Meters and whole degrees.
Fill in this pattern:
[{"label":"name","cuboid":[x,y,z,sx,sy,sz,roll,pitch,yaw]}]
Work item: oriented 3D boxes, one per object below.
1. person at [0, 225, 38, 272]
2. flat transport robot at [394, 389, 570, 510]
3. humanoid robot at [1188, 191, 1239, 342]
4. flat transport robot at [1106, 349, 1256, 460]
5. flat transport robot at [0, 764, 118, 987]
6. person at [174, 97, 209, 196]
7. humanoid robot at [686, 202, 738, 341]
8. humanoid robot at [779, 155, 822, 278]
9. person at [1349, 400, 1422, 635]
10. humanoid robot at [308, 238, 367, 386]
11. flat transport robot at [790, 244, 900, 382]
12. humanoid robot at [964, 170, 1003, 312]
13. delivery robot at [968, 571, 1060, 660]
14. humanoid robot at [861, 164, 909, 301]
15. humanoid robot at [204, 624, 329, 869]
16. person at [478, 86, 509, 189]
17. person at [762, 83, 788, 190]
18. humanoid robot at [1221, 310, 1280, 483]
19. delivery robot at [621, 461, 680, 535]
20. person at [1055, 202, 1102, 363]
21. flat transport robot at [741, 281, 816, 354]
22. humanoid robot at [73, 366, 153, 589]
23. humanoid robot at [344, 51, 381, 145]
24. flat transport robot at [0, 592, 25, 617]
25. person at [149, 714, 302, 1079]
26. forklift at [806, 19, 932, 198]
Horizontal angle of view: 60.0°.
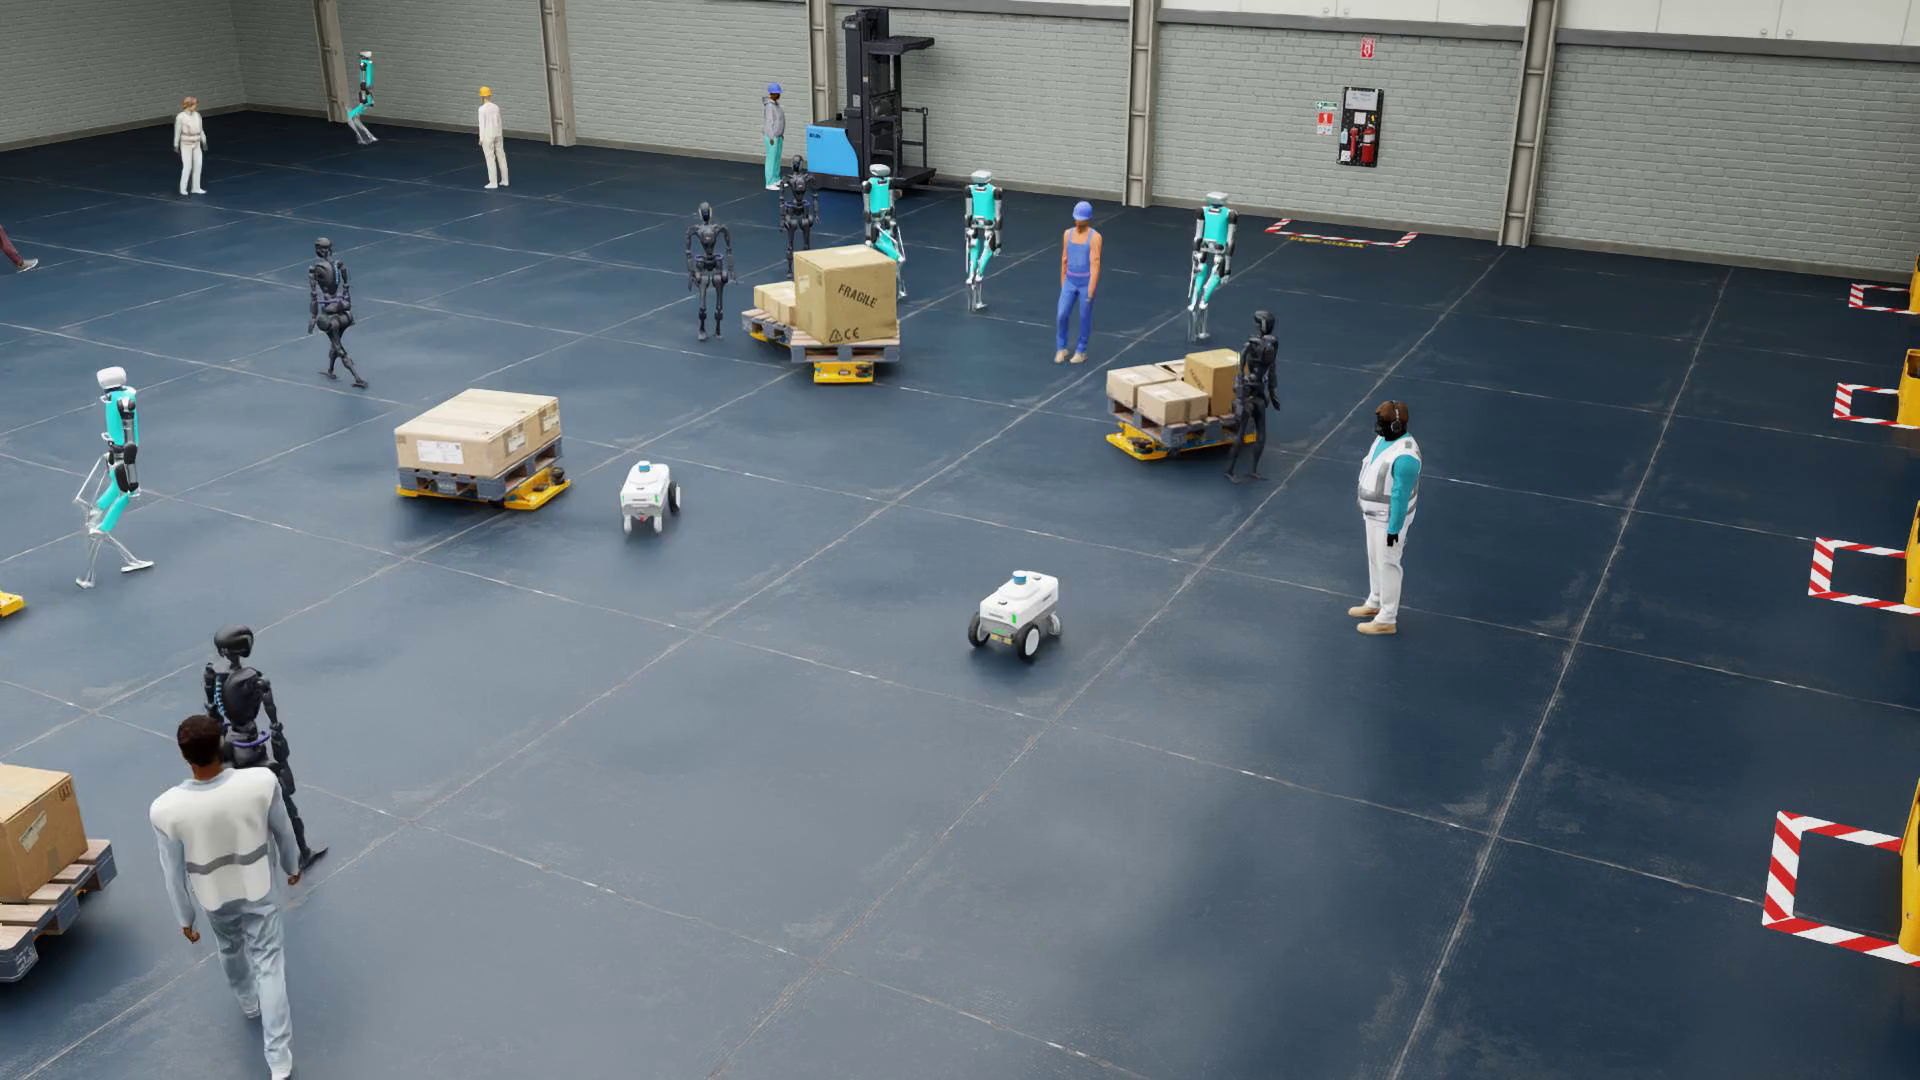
[{"label":"person","cuboid":[-13.294,-4.471,22.680,0.572,1.760,0.943,16,28,33]},{"label":"flat transport robot","cuboid":[-4.416,-0.542,15.424,1.431,0.231,0.659,7,24,15]},{"label":"humanoid robot","cuboid":[2.892,-3.133,19.703,0.530,1.881,0.767,15,28,32]},{"label":"flat transport robot","cuboid":[2.225,-1.091,16.703,1.431,0.231,0.659,-11,26,-24]},{"label":"flat transport robot","cuboid":[-5.429,2.157,9.141,0.659,0.231,1.431,1,23,3]},{"label":"person","cuboid":[-12.834,-6.579,27.773,0.391,1.607,0.549,9,25,20]},{"label":"humanoid robot","cuboid":[-2.954,-3.204,19.834,0.602,1.656,0.331,-6,24,-15]},{"label":"humanoid robot","cuboid":[-2.183,-4.409,22.627,0.599,1.655,0.315,-9,25,-20]},{"label":"person","cuboid":[3.213,-0.176,12.600,0.431,1.836,0.616,-2,23,-5]},{"label":"humanoid robot","cuboid":[-6.909,-2.494,18.254,0.792,1.630,0.612,10,25,22]},{"label":"flat transport robot","cuboid":[-1.291,-2.087,19.023,0.659,0.231,1.431,-1,23,-1]},{"label":"humanoid robot","cuboid":[0.198,-3.647,20.940,0.549,1.908,0.714,12,26,26]},{"label":"delivery robot","cuboid":[0.441,0.547,12.552,0.525,0.614,0.786,14,27,29]},{"label":"humanoid robot","cuboid":[-0.861,-3.922,21.489,1.021,1.780,0.538,21,31,40]},{"label":"humanoid robot","cuboid":[-4.093,1.224,9.580,0.591,1.637,0.710,10,25,22]},{"label":"person","cuboid":[-7.966,-6.835,28.265,0.326,1.695,0.474,16,28,32]},{"label":"person","cuboid":[-3.146,-6.842,28.195,0.372,1.768,0.523,6,24,13]},{"label":"humanoid robot","cuboid":[2.724,-1.345,15.516,0.602,1.650,0.366,-20,30,-39]},{"label":"delivery robot","cuboid":[-2.781,-0.416,14.738,0.499,0.570,0.750,-1,23,-1]},{"label":"person","cuboid":[1.343,-2.900,18.869,0.512,1.880,0.587,10,25,22]},{"label":"flat transport robot","cuboid":[-1.801,-2.429,19.818,1.431,0.231,0.659,21,31,40]},{"label":"humanoid robot","cuboid":[-6.980,-0.439,13.432,0.849,1.861,0.546,-16,28,-33]},{"label":"humanoid robot","cuboid":[-11.621,-8.549,32.146,0.738,1.734,0.556,0,23,0]},{"label":"flat transport robot","cuboid":[-7.949,0.665,12.616,0.659,0.231,1.431,8,25,19]},{"label":"person","cuboid":[-3.557,1.703,8.173,0.594,1.875,0.973,-8,25,-19]},{"label":"forklift","cuboid":[-1.573,-7.292,27.850,1.873,2.768,1.129,12,26,25]}]
